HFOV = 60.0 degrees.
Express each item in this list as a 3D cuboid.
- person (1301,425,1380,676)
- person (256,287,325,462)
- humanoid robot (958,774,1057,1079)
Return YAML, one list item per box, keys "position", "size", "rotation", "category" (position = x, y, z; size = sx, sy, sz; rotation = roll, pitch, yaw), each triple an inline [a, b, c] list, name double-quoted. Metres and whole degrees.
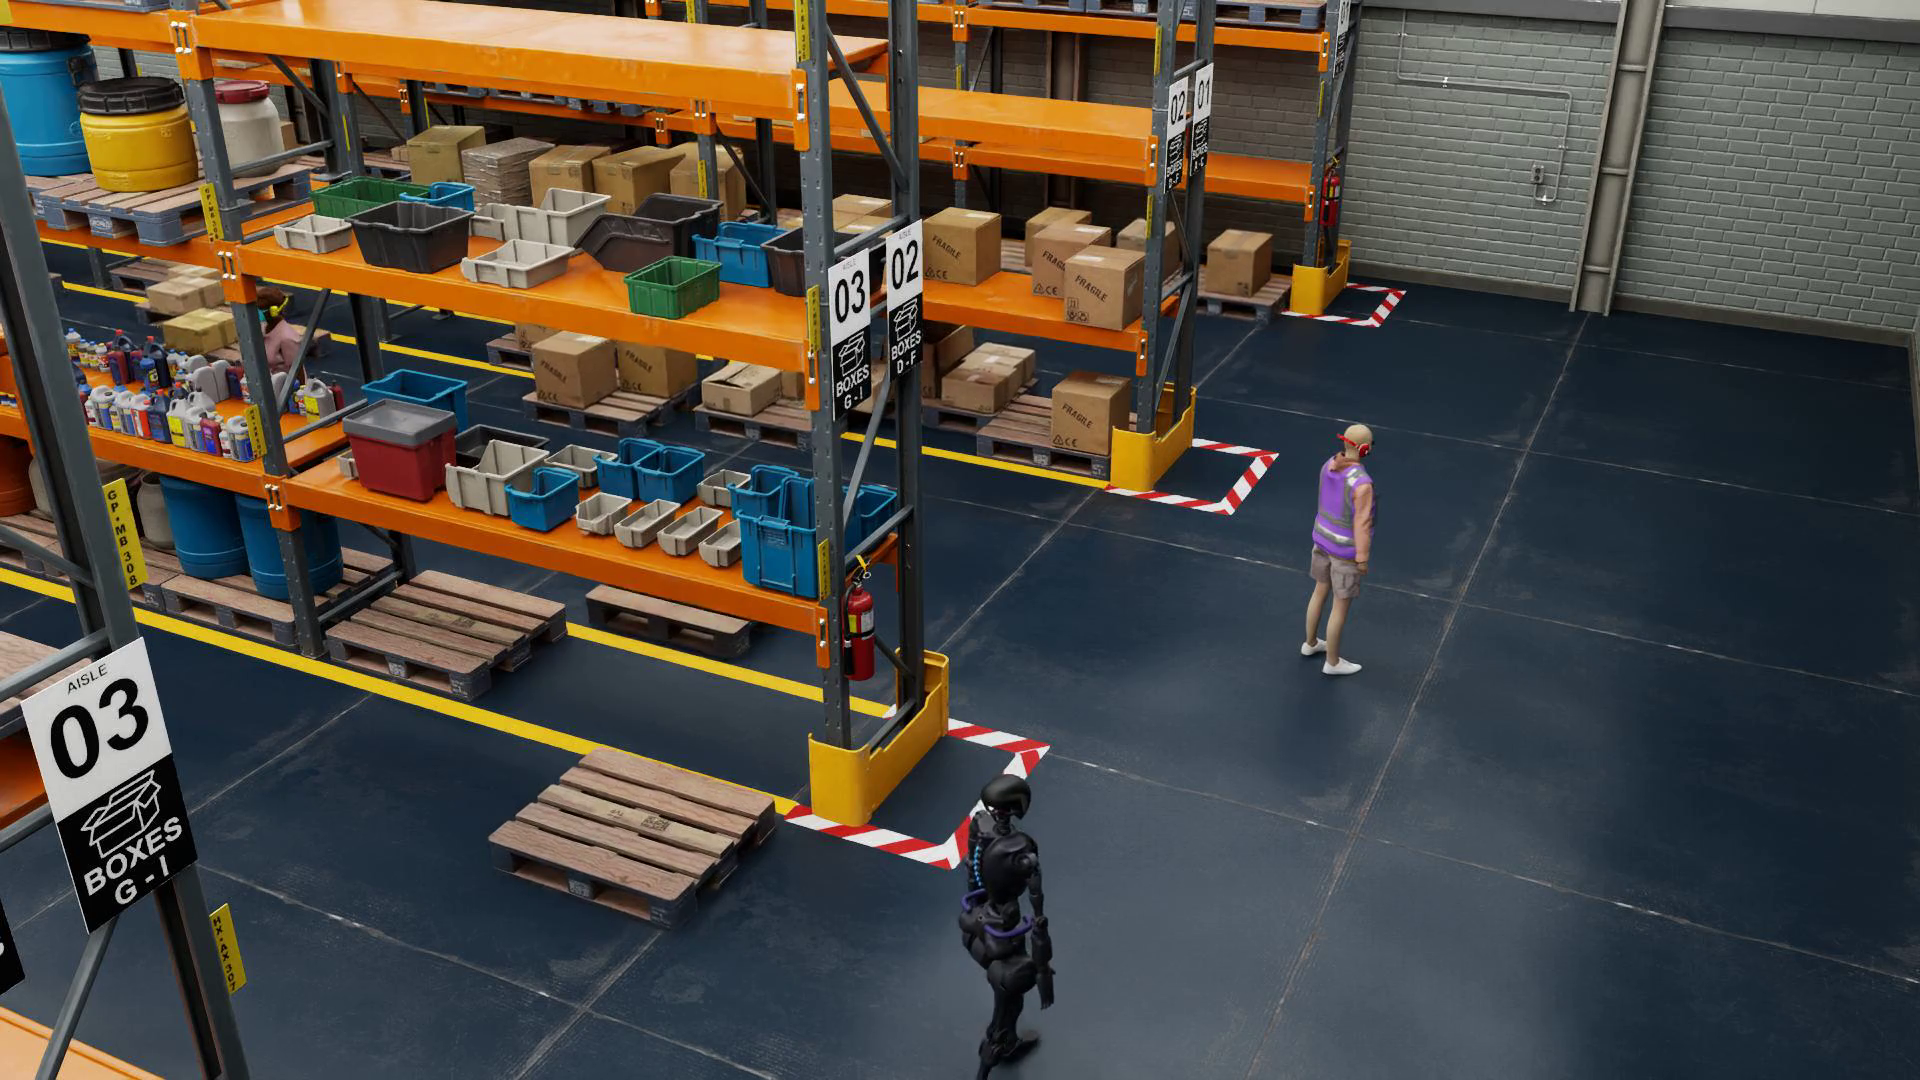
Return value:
- position: [2.424, 0.058, 10.588]
  size: [0.347, 1.688, 0.491]
  rotation: [-10, 28, -20]
  category: "person"
- position: [-5.151, -1.067, 12.739]
  size: [0.518, 1.801, 0.331]
  rotation: [21, 33, 36]
  category: "person"
- position: [0.210, 1.718, 7.240]
  size: [0.538, 1.643, 0.599]
  rotation: [-16, 30, -29]
  category: "humanoid robot"
